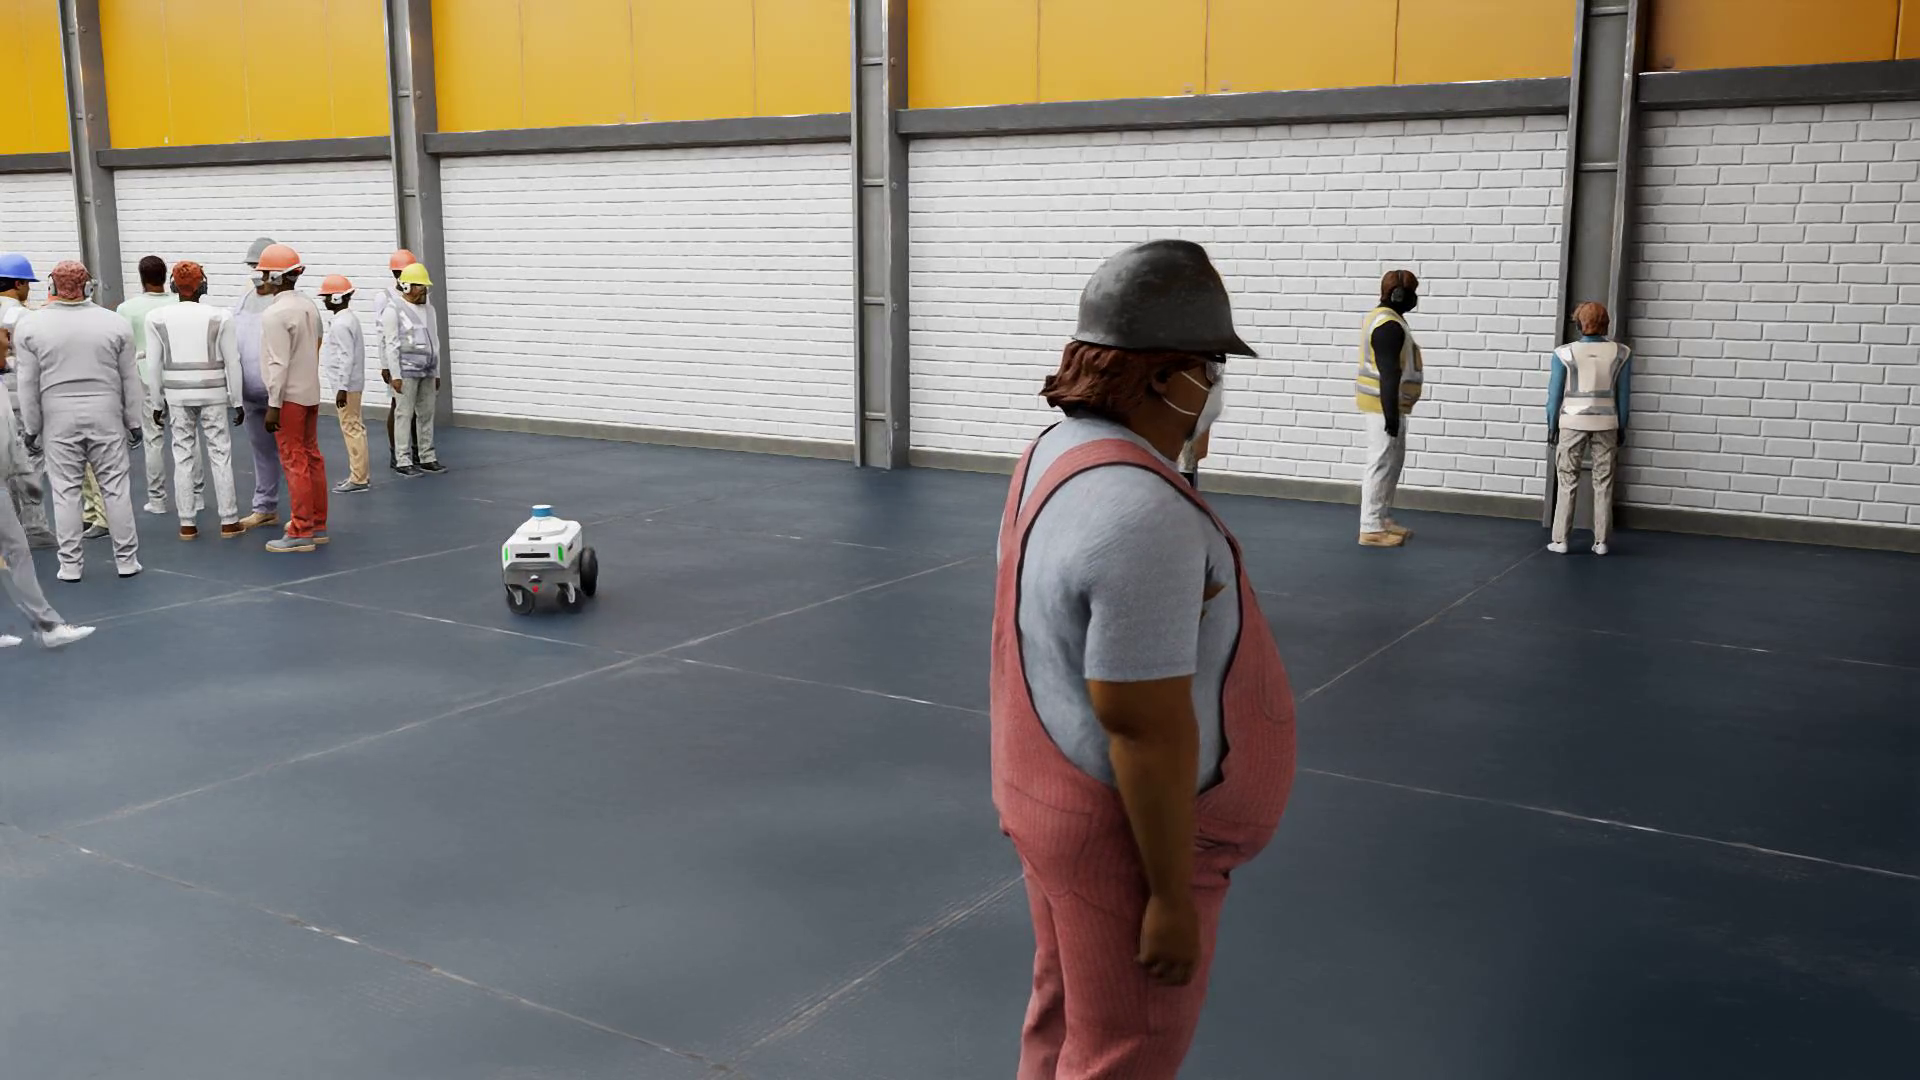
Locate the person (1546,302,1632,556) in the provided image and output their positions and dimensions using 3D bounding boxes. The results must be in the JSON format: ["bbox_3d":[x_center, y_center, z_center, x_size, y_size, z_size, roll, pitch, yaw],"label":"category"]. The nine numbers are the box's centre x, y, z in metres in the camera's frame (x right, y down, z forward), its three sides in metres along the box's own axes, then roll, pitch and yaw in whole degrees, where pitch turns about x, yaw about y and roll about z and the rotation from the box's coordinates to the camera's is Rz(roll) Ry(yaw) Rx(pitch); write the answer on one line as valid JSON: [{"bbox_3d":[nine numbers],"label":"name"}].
[{"bbox_3d":[4.023,-0.705,10.676,0.514,1.634,0.313,1,10,8],"label":"person"}]

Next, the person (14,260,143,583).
[{"bbox_3d":[-5.213,-0.701,9.889,0.654,1.906,0.408,-6,12,-30],"label":"person"}]

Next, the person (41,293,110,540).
[{"bbox_3d":[-5.988,-0.881,11.304,0.335,1.753,0.563,-8,13,-38],"label":"person"}]

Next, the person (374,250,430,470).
[{"bbox_3d":[-4.880,-1.591,14.733,0.369,1.935,0.552,7,12,34],"label":"person"}]

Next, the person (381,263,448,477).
[{"bbox_3d":[-4.674,-1.453,14.298,0.403,1.825,0.596,5,11,25],"label":"person"}]

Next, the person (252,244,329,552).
[{"bbox_3d":[-4.368,-0.921,10.862,0.376,1.995,0.612,0,10,0],"label":"person"}]

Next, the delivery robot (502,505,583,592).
[{"bbox_3d":[-2.306,0.050,9.210,0.477,0.478,0.707,-1,10,-5],"label":"delivery robot"}]

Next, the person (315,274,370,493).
[{"bbox_3d":[-4.972,-1.261,13.410,0.339,1.749,0.573,-2,10,-13],"label":"person"}]

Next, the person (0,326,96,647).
[{"bbox_3d":[-4.639,-0.256,8.214,0.726,1.606,0.520,-3,11,-14],"label":"person"}]

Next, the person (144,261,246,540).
[{"bbox_3d":[-5.161,-0.938,11.261,0.585,1.882,0.340,-3,11,-15],"label":"person"}]

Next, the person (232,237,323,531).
[{"bbox_3d":[-4.802,-1.074,11.583,0.682,2.000,0.537,3,11,19],"label":"person"}]

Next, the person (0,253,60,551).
[{"bbox_3d":[-6.161,-0.899,10.903,0.604,1.939,0.415,6,12,30],"label":"person"}]

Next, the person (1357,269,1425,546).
[{"bbox_3d":[2.859,-0.874,11.068,0.430,1.833,0.635,3,11,15],"label":"person"}]

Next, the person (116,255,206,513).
[{"bbox_3d":[-5.922,-1.151,12.380,0.591,1.913,0.388,-8,13,-38],"label":"person"}]
